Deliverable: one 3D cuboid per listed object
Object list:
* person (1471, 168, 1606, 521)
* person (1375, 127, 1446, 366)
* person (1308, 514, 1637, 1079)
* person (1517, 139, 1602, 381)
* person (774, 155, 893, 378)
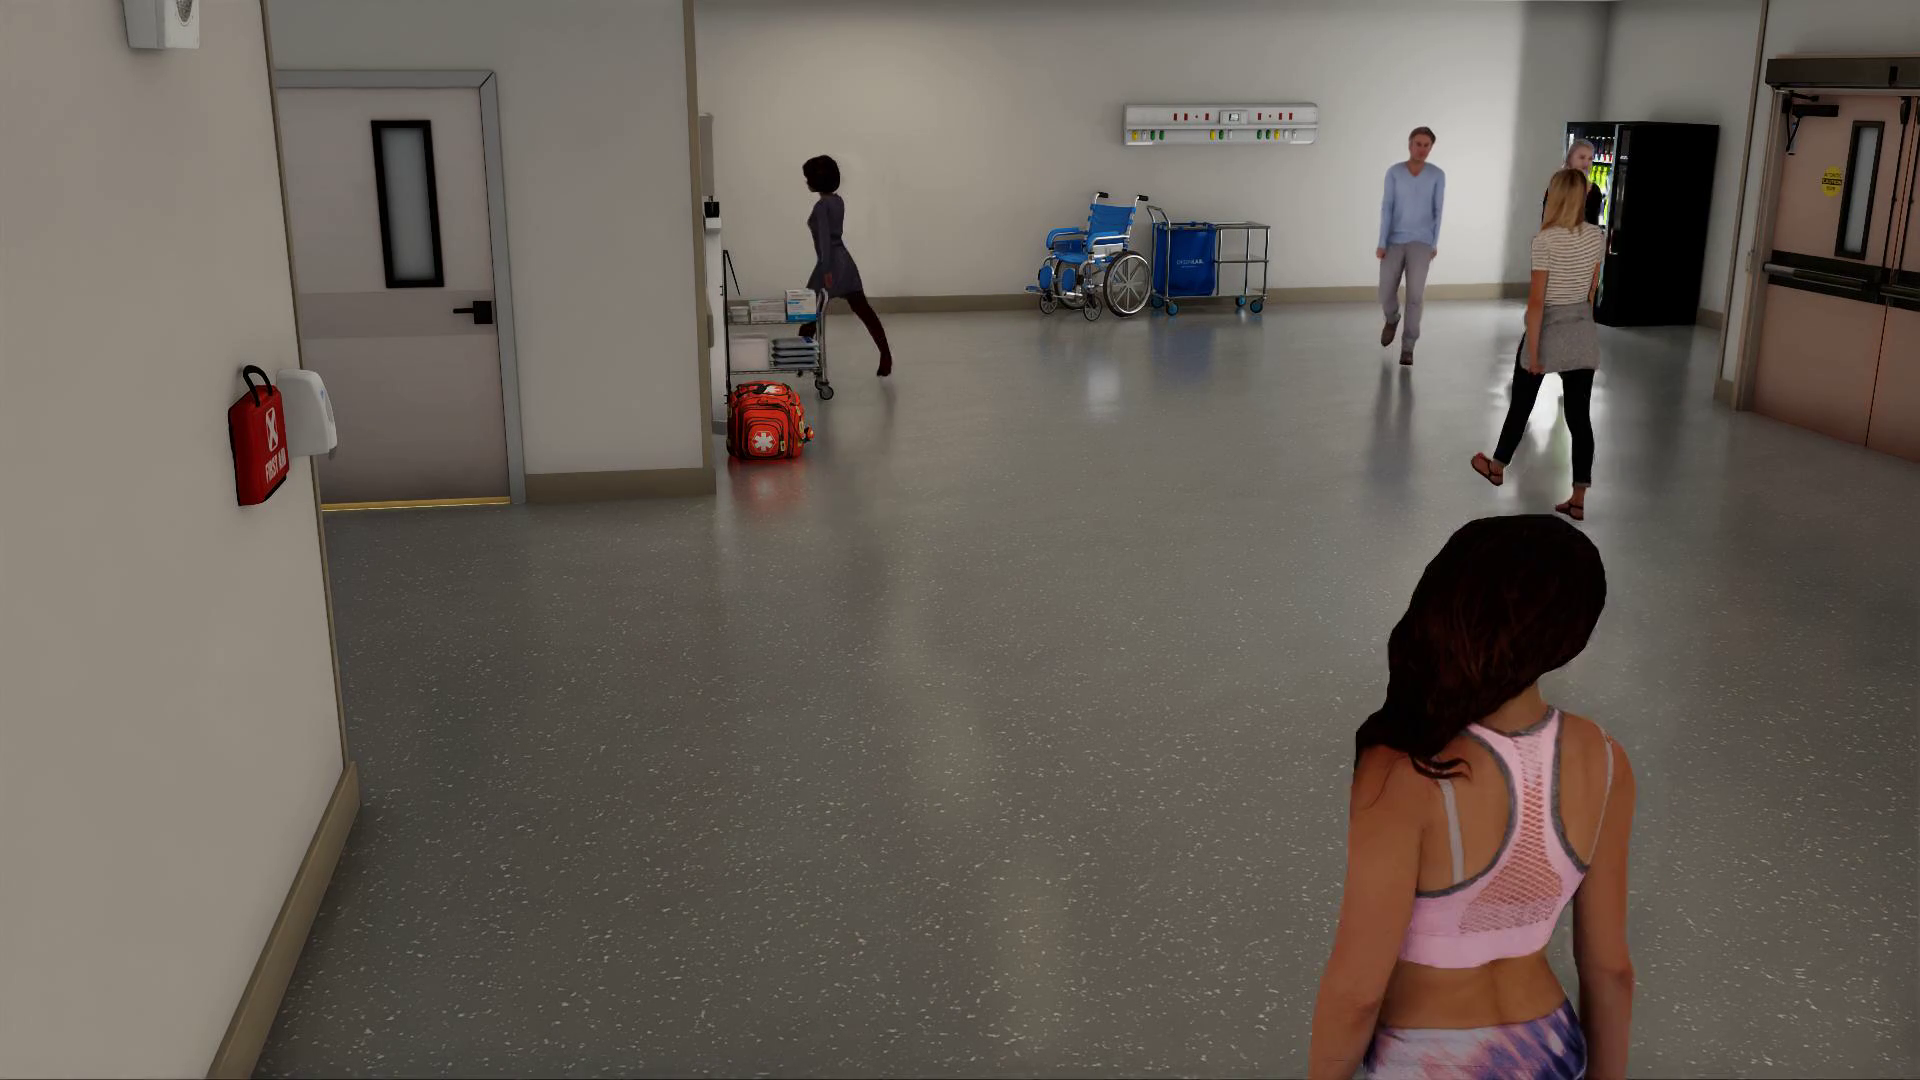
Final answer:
[{"bbox_3d":[3.183,-0.973,8.649,0.586,1.779,1.131,-3,16,-10],"label":"person"},{"bbox_3d":[3.614,-2.366,13.424,0.951,1.870,1.127,5,16,17],"label":"person"},{"bbox_3d":[0.716,0.853,2.262,0.925,1.731,0.991,-10,19,-33],"label":"person"},{"bbox_3d":[4.529,-2.100,12.652,0.660,1.775,1.219,-1,16,-4],"label":"person"},{"bbox_3d":[-0.855,-1.976,12.435,1.126,1.654,1.205,7,17,24],"label":"person"}]
